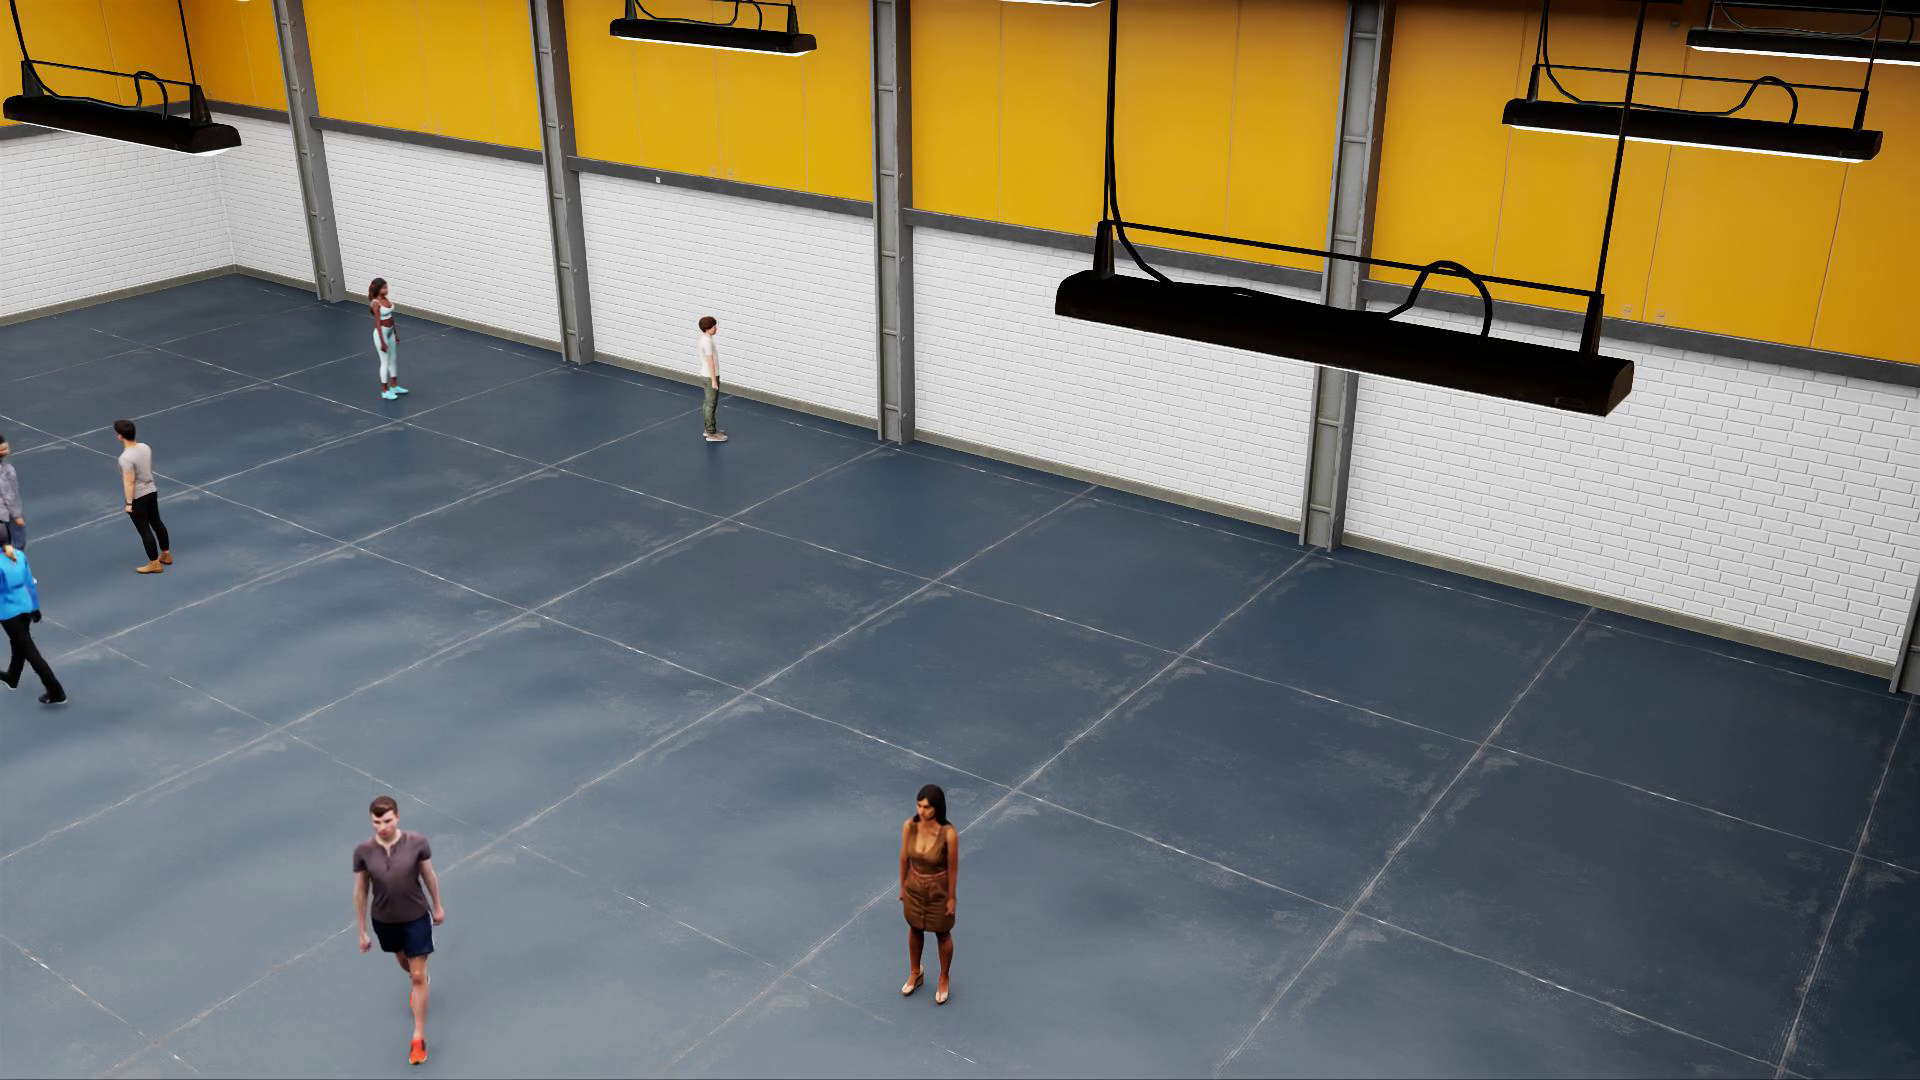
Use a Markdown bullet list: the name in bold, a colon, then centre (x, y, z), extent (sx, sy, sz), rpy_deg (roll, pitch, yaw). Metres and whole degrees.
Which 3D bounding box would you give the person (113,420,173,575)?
- **person**: centre (-8.792, -0.482, 17.869), extent (0.667, 1.712, 0.680), rpy_deg (4, 24, 9)

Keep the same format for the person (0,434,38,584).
- **person**: centre (-10.078, -0.327, 17.529), extent (0.614, 1.701, 0.959), rpy_deg (17, 29, 34)

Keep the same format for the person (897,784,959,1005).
- **person**: centre (-0.206, 2.395, 11.315), extent (0.513, 1.690, 0.668), rpy_deg (9, 25, 21)

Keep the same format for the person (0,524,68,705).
- **person**: centre (-8.481, 0.718, 15.063), extent (1.187, 1.762, 0.848), rpy_deg (7, 25, 16)

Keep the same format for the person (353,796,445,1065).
- **person**: centre (-3.693, 2.458, 11.033), extent (1.177, 1.801, 1.235), rpy_deg (-4, 24, -9)

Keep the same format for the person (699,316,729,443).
- **person**: centre (-3.257, -2.118, 21.685), extent (0.721, 1.655, 0.652), rpy_deg (-5, 24, -12)

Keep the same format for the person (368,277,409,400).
- **person**: centre (-8.028, -2.826, 23.224), extent (0.648, 1.719, 0.646), rpy_deg (4, 24, 9)
